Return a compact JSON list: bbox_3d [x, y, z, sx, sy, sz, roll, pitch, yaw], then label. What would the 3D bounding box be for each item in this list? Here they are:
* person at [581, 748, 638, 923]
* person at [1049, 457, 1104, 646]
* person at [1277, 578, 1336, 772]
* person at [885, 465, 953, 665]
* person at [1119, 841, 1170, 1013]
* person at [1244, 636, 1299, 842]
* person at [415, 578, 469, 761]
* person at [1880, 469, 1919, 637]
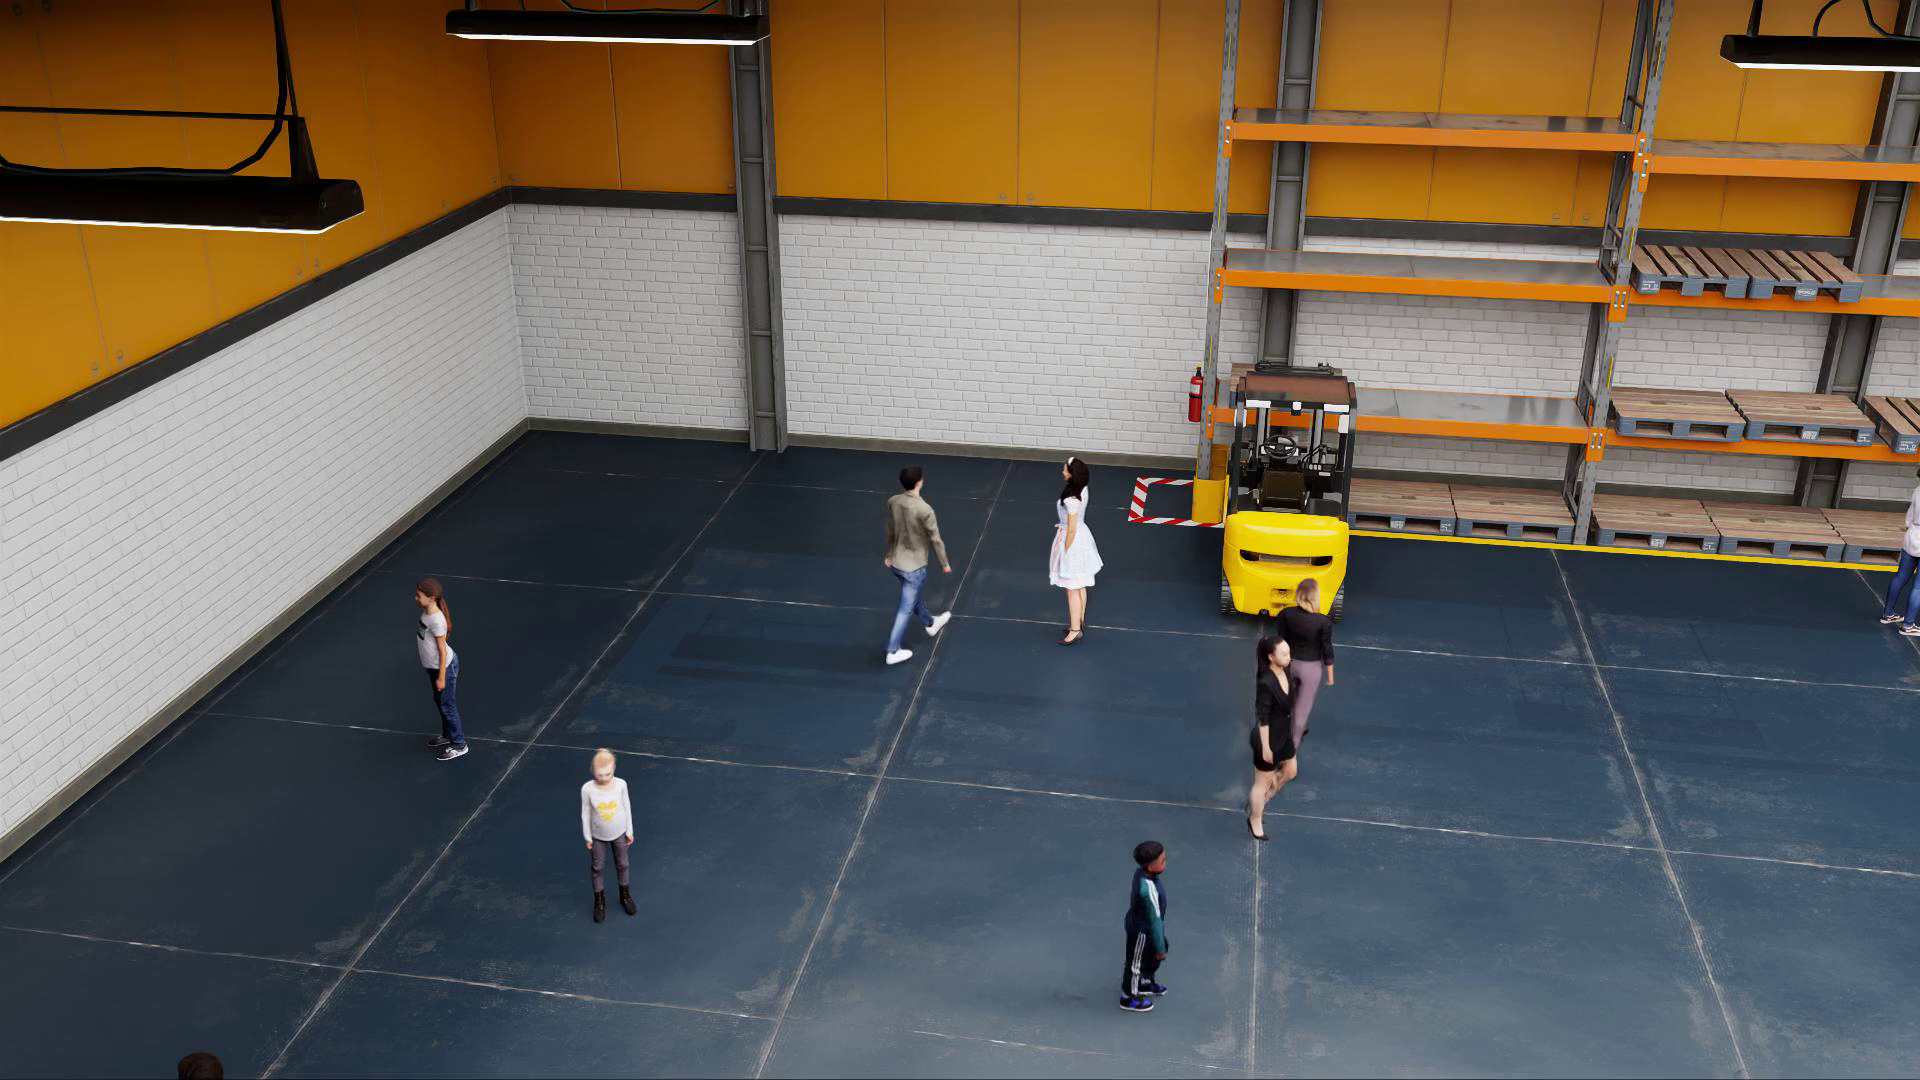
[{"bbox_3d":[-2.448,2.023,11.556,0.555,1.279,0.635,-8,25,-18],"label":"person"},{"bbox_3d":[1.040,0.104,15.276,0.754,1.816,0.729,7,25,16],"label":"person"},{"bbox_3d":[2.652,1.128,13.157,1.016,1.637,0.907,13,27,28],"label":"person"},{"bbox_3d":[-0.517,0.261,14.912,1.183,1.821,1.193,-21,31,-39],"label":"person"},{"bbox_3d":[1.112,2.461,10.596,0.541,1.247,0.528,2,24,5],"label":"person"},{"bbox_3d":[2.233,1.457,12.340,0.726,1.690,0.716,16,28,32],"label":"person"},{"bbox_3d":[-4.227,1.017,13.504,0.678,1.563,0.626,-14,27,-28],"label":"person"},{"bbox_3d":[8.992,0.039,15.557,0.715,1.711,0.727,-4,24,-10],"label":"person"}]
